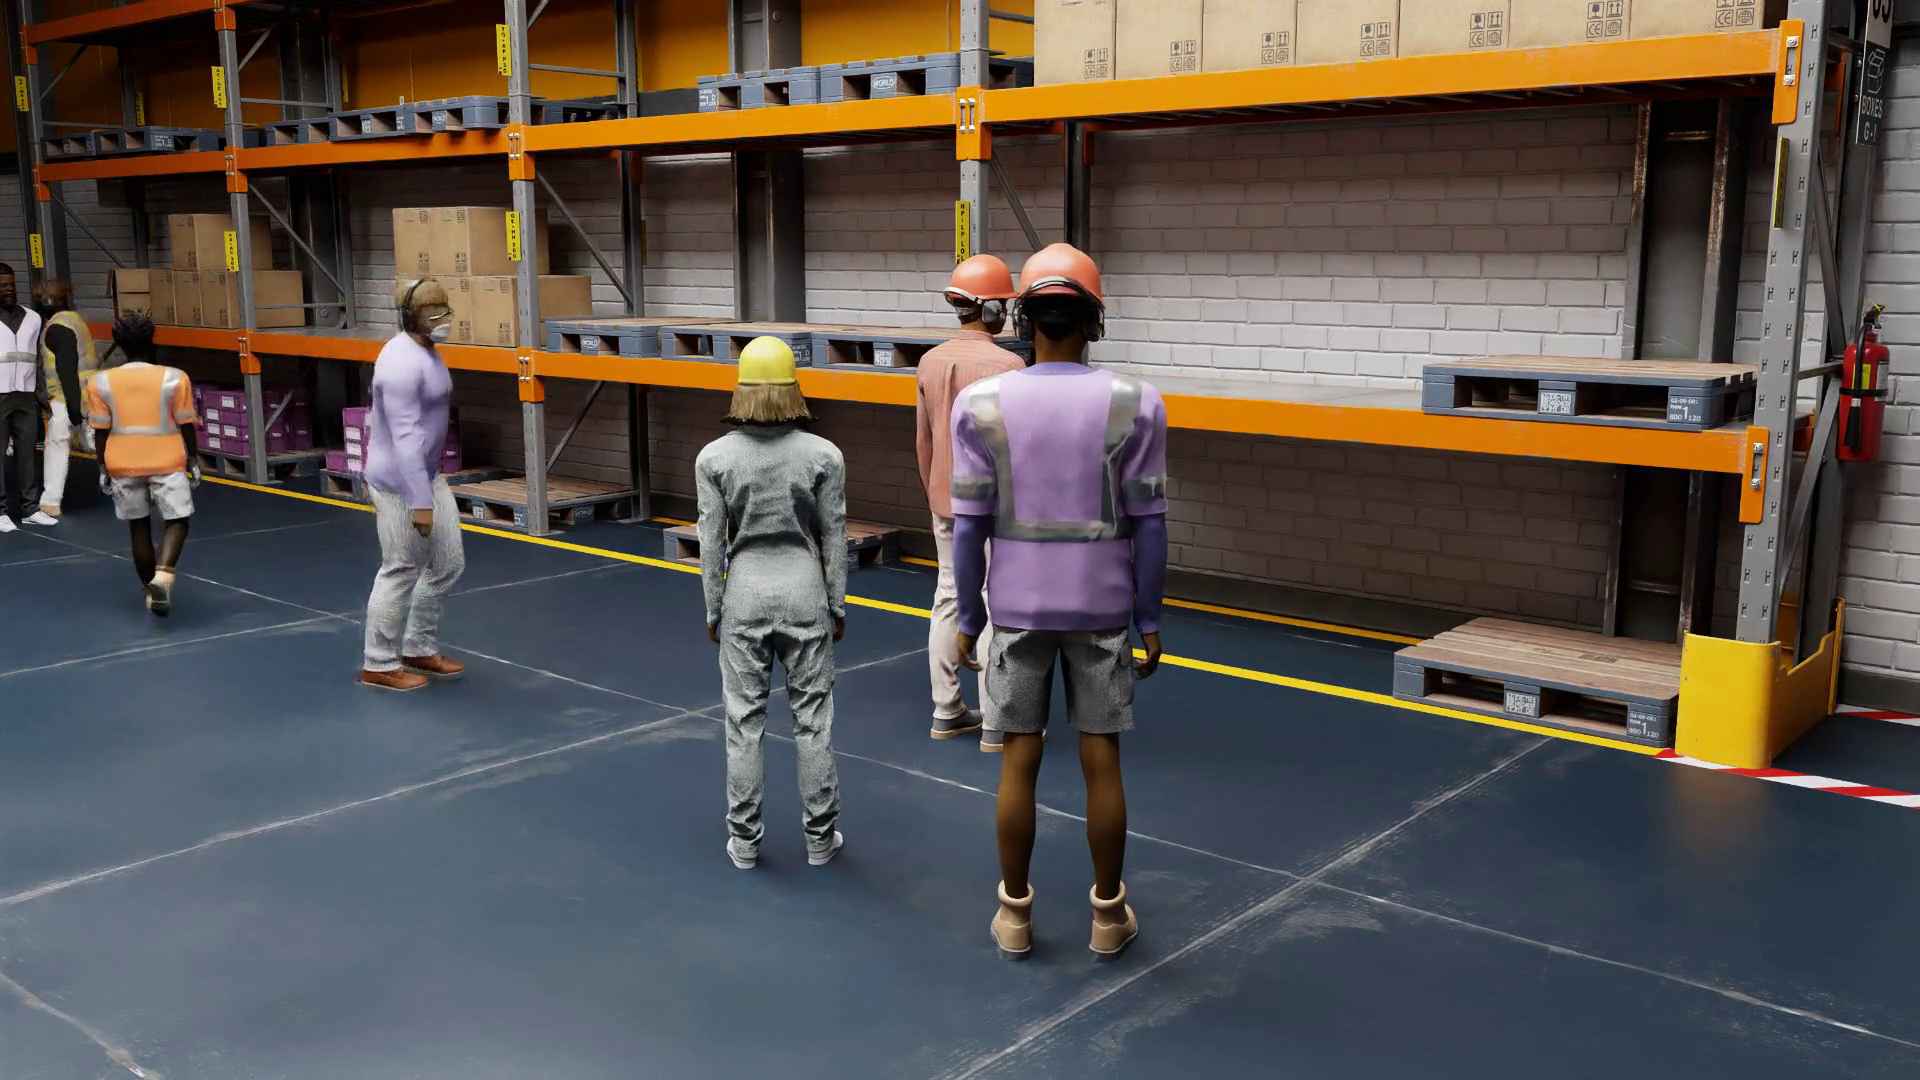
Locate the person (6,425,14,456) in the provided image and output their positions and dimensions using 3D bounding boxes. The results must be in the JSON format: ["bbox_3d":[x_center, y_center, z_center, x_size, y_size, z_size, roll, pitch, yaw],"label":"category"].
[{"bbox_3d":[-9.382,-1.579,15.994,0.702,1.613,0.510,7,12,36],"label":"person"}]

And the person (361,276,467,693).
[{"bbox_3d":[-2.493,-0.228,7.478,0.570,1.896,0.647,0,10,-2],"label":"person"}]

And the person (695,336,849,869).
[{"bbox_3d":[-0.604,0.211,5.428,0.486,1.745,0.295,-1,10,-5],"label":"person"}]

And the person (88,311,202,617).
[{"bbox_3d":[-4.418,-0.395,9.021,0.541,1.680,0.628,-3,10,-14],"label":"person"}]

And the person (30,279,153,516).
[{"bbox_3d":[-6.677,-1.082,12.673,0.902,1.798,0.666,-3,10,-18],"label":"person"}]

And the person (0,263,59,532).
[{"bbox_3d":[-6.867,-1.033,12.010,0.393,1.920,0.591,5,11,25],"label":"person"}]

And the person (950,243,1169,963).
[{"bbox_3d":[0.279,0.192,4.706,0.605,2.035,0.384,1,10,6],"label":"person"}]

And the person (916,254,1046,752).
[{"bbox_3d":[0.081,-0.142,6.721,0.612,1.995,0.377,10,14,44],"label":"person"}]
